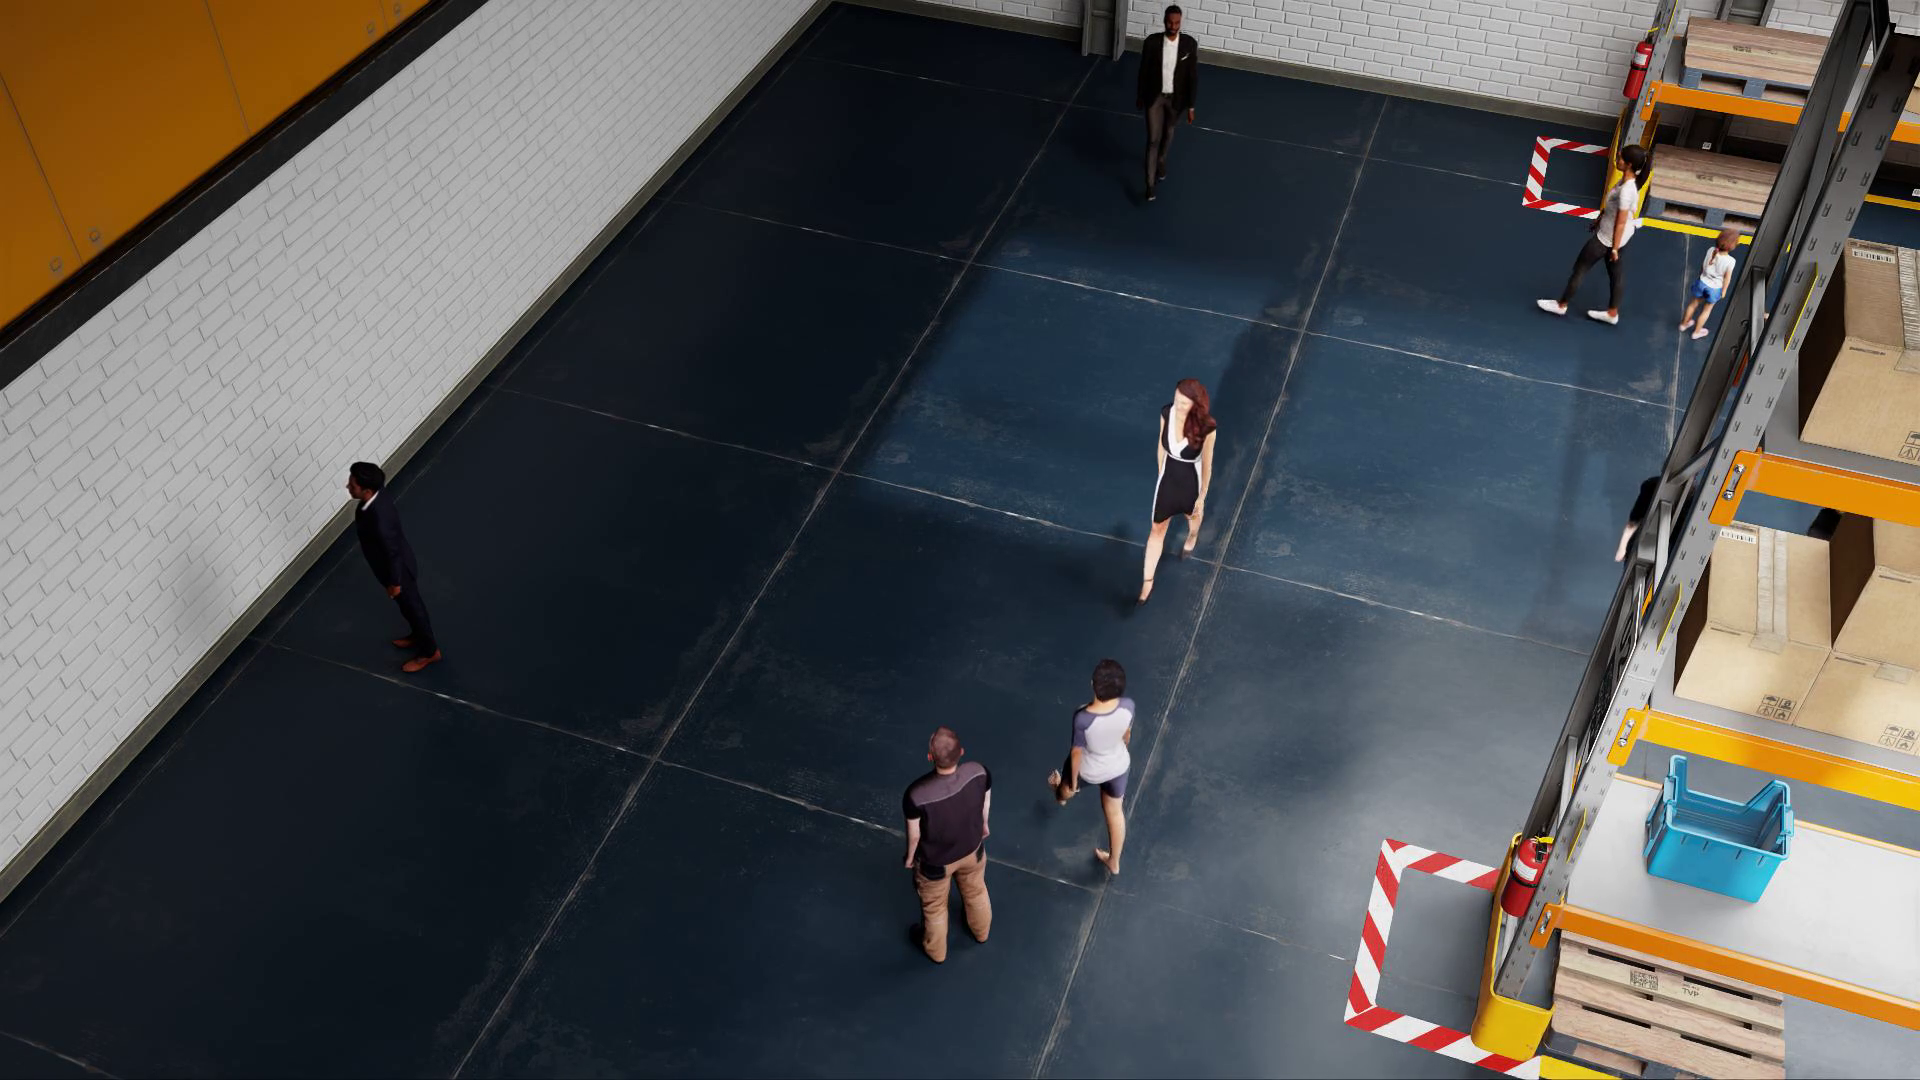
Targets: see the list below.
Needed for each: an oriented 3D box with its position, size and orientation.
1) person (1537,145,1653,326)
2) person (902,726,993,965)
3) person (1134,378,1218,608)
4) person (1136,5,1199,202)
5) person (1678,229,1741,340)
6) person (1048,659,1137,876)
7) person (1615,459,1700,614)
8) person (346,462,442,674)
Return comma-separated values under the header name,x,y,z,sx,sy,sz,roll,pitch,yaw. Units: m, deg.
name,x,y,z,sx,sy,sz,roll,pitch,yaw
person,5.437,-2.459,13.619,0.931,1.620,0.672,24,49,23
person,-0.066,1.673,9.122,0.767,1.841,0.822,-19,47,-19
person,1.567,-0.415,11.377,1.103,1.753,0.811,23,48,22
person,1.873,-4.072,15.207,1.084,1.765,0.962,1,44,1
person,6.182,-2.122,13.702,0.538,1.017,0.460,-27,50,-25
person,0.848,1.352,9.696,1.021,1.514,1.033,-15,46,-15
person,4.586,0.068,10.914,0.843,1.692,0.844,30,51,28
person,-3.668,0.155,10.798,0.758,1.727,0.699,-17,46,-17
